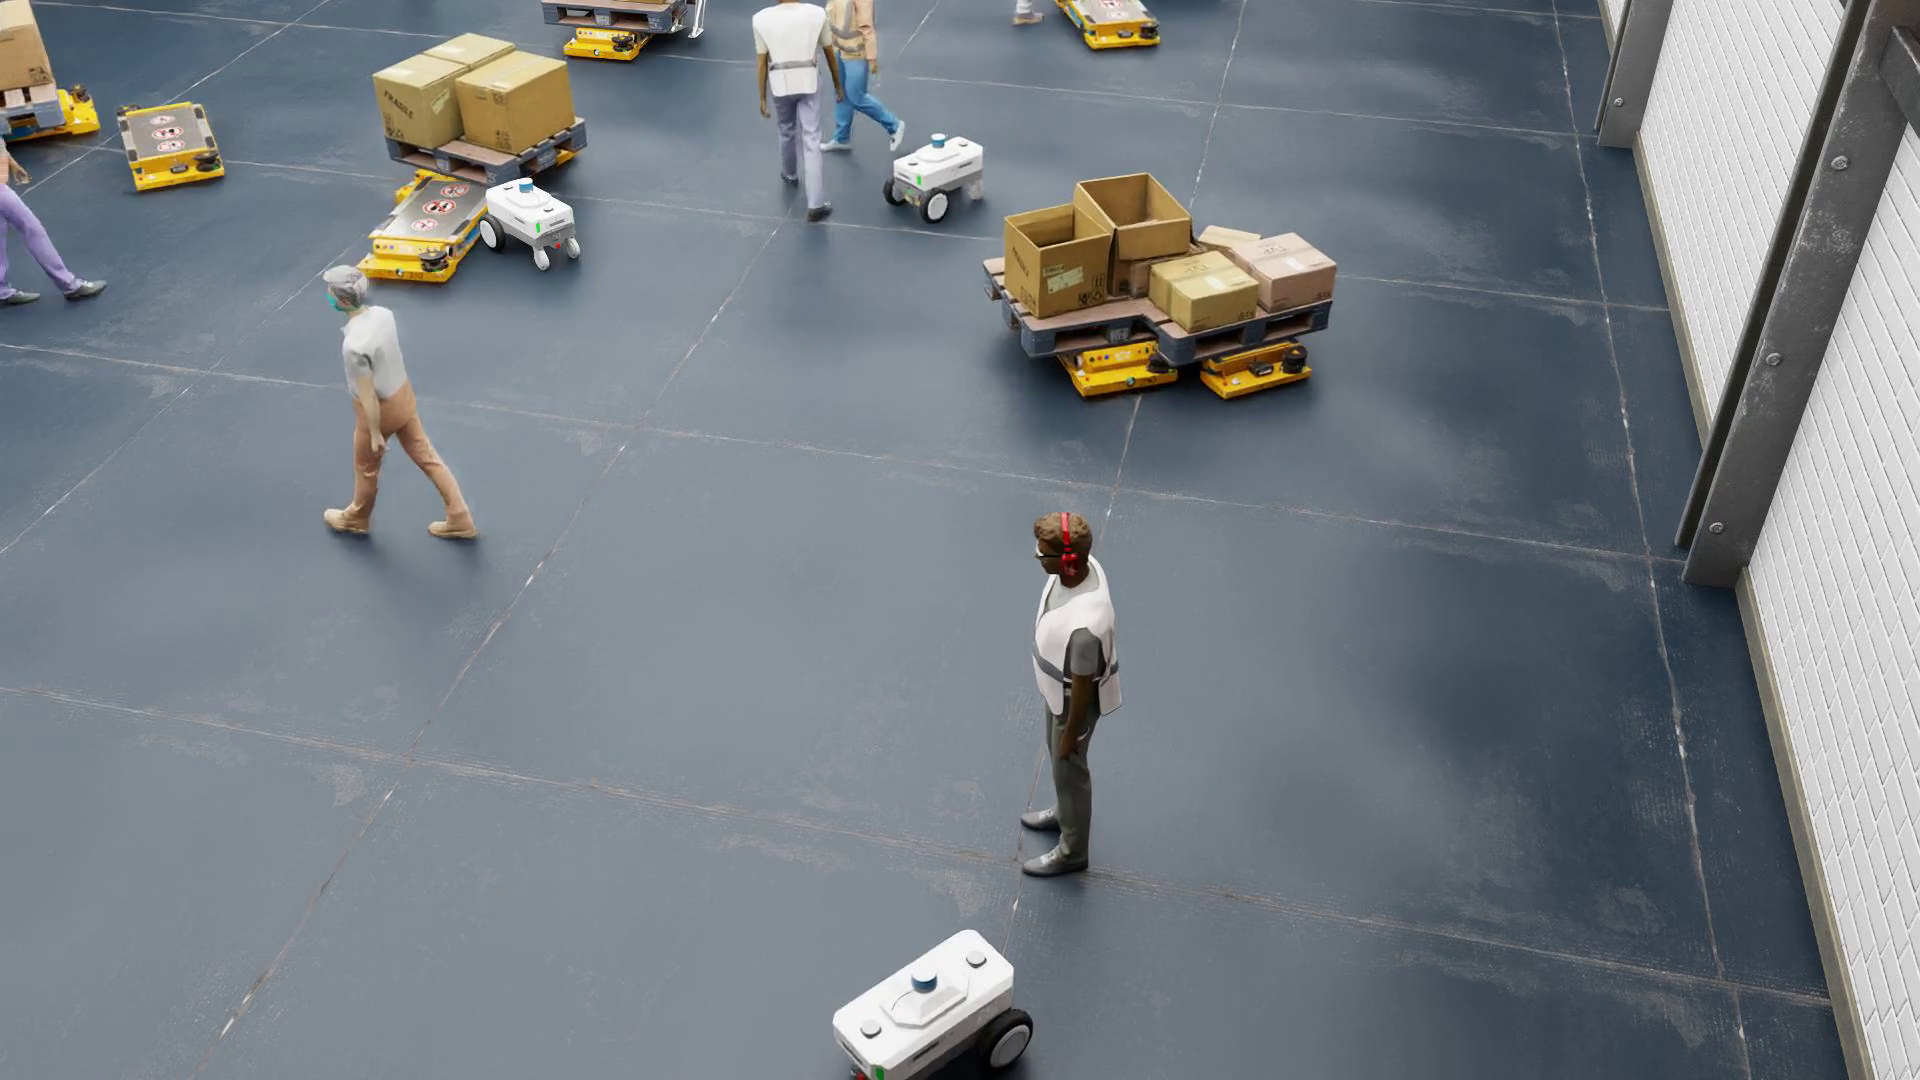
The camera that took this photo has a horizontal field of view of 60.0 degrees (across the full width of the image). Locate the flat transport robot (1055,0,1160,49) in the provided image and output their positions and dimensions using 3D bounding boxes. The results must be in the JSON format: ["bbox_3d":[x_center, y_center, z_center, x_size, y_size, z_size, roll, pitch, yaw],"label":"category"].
[{"bbox_3d":[1.401,-5.068,16.000,0.659,0.231,1.431,-7,37,-10],"label":"flat transport robot"}]

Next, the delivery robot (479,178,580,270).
[{"bbox_3d":[-3.132,-2.355,12.112,0.747,0.572,0.499,31,46,34],"label":"delivery robot"}]

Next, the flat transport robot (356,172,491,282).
[{"bbox_3d":[-3.871,-2.337,12.346,0.659,0.231,1.431,5,37,7],"label":"flat transport robot"}]

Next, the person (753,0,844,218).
[{"bbox_3d":[-1.193,-3.381,12.474,0.639,1.788,0.924,-5,37,-7],"label":"person"}]

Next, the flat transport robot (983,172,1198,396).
[{"bbox_3d":[0.888,-1.435,11.140,0.659,0.231,1.431,-10,38,-14],"label":"flat transport robot"}]

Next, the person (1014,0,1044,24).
[{"bbox_3d":[0.938,-5.839,15.726,0.966,1.831,0.583,-13,39,-17],"label":"person"}]

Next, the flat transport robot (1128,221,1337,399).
[{"bbox_3d":[1.671,-1.414,11.111,0.659,0.231,1.431,-16,40,-20],"label":"flat transport robot"}]

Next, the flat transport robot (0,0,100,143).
[{"bbox_3d":[-8.004,-3.481,13.877,1.431,0.231,0.659,-18,40,-22],"label":"flat transport robot"}]

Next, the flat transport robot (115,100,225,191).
[{"bbox_3d":[-6.453,-3.246,13.562,0.659,0.231,1.431,-17,40,-21],"label":"flat transport robot"}]

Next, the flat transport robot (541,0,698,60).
[{"bbox_3d":[-3.175,-4.906,15.784,0.659,0.231,1.431,8,37,10],"label":"flat transport robot"}]

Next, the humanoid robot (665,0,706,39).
[{"bbox_3d":[-2.523,-5.469,15.204,0.533,1.671,0.735,17,40,21],"label":"humanoid robot"}]

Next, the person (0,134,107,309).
[{"bbox_3d":[-6.364,-2.411,11.152,0.832,1.806,0.576,-19,41,-24],"label":"person"}]

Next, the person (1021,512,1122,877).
[{"bbox_3d":[0.469,0.653,7.043,0.408,1.831,0.569,-2,37,-3],"label":"person"}]

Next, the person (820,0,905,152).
[{"bbox_3d":[-0.818,-3.890,13.224,0.559,1.706,0.507,-19,41,-23],"label":"person"}]

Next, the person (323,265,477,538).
[{"bbox_3d":[-3.144,-0.722,8.989,0.897,1.699,0.511,7,37,9],"label":"person"}]

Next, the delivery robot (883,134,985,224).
[{"bbox_3d":[-0.178,-2.792,12.732,0.818,0.614,0.499,-29,46,-33],"label":"delivery robot"}]

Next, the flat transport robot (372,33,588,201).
[{"bbox_3d":[-3.725,-2.965,13.186,0.659,0.231,1.431,19,41,23],"label":"flat transport robot"}]

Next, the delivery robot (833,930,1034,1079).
[{"bbox_3d":[-0.127,1.851,6.497,0.759,0.588,0.525,-26,44,-31],"label":"delivery robot"}]
